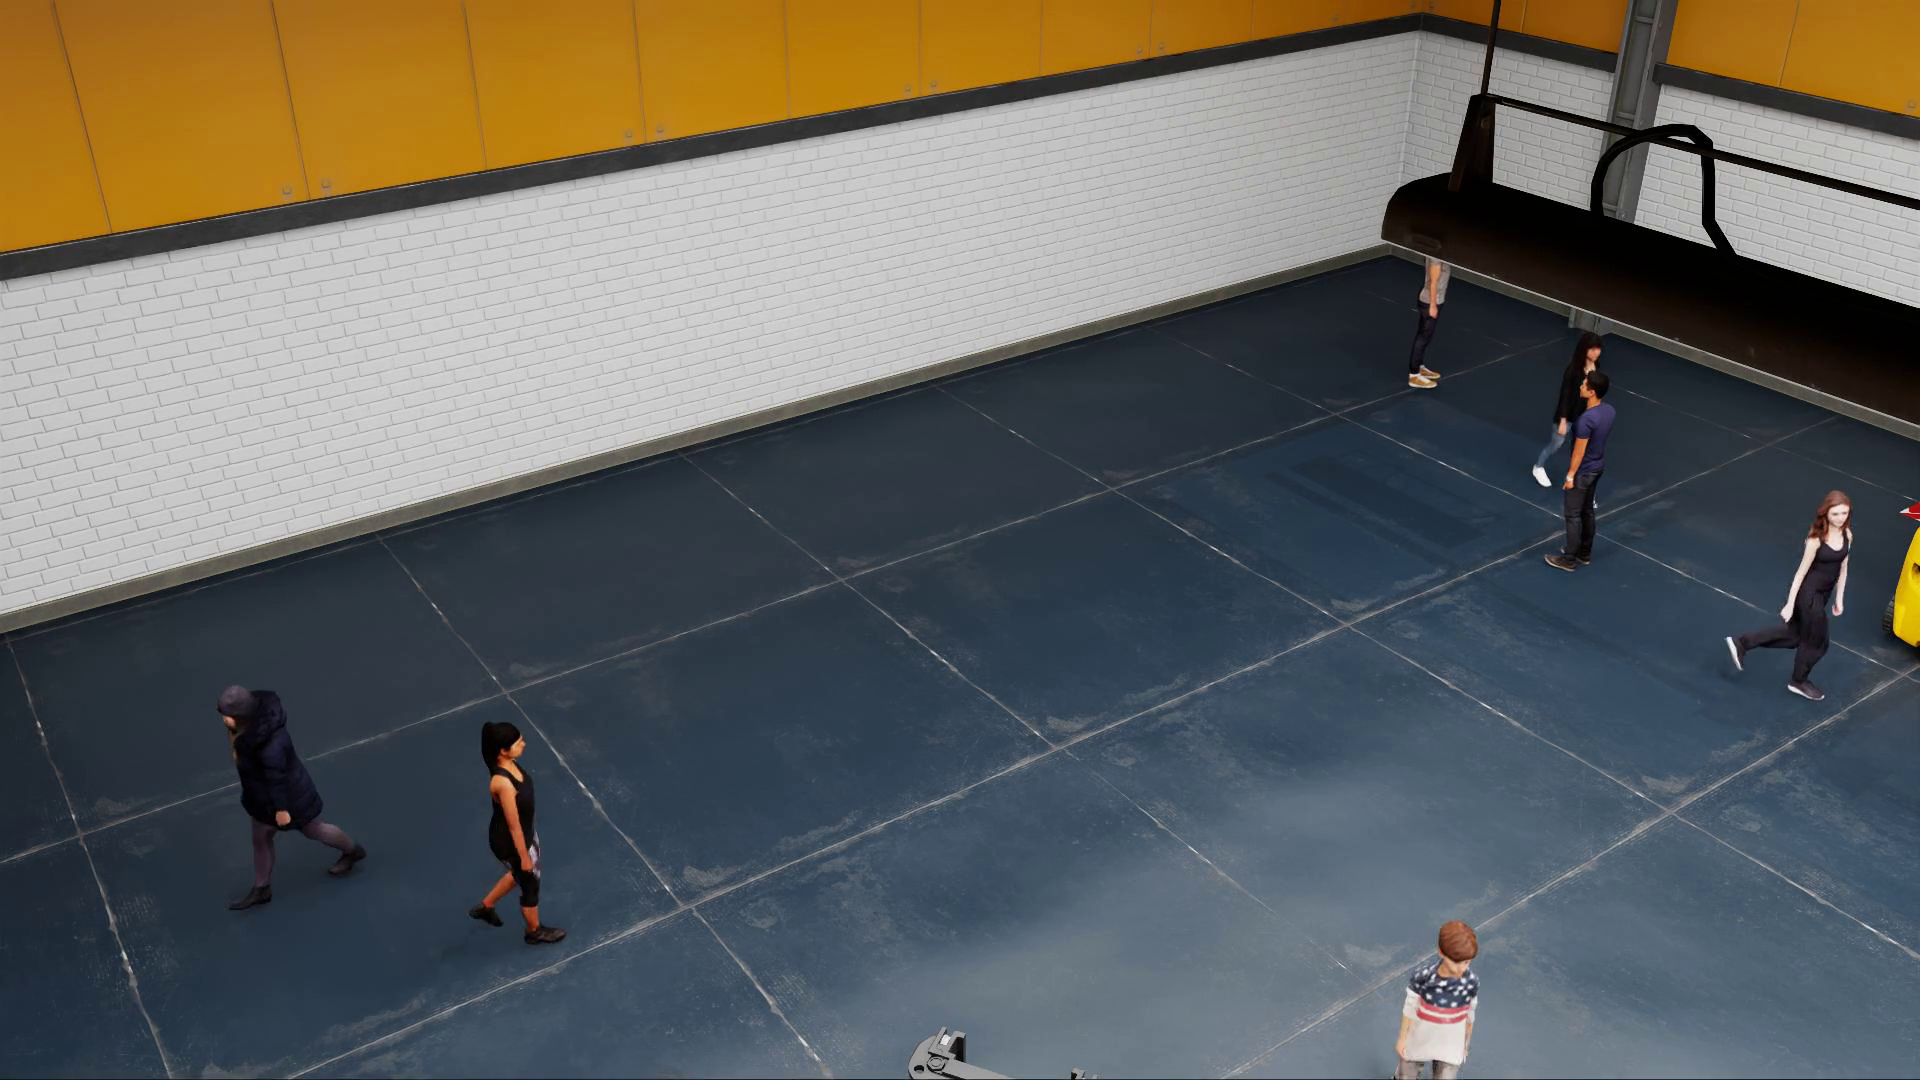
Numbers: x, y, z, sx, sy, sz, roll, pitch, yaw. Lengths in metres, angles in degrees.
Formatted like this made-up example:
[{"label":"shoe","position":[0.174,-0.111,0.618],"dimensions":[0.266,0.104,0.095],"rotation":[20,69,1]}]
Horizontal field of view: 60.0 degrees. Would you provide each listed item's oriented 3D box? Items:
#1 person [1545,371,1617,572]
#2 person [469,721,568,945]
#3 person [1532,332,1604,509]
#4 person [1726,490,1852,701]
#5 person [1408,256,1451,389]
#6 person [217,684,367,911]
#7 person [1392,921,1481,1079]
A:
[{"label":"person","position":[5.291,-0.588,14.063],"dimensions":[0.656,1.786,0.578],"rotation":[-24,37,-36]},{"label":"person","position":[-2.716,1.770,9.873],"dimensions":[0.823,1.660,0.829],"rotation":[-8,30,-15]},{"label":"person","position":[5.590,-1.156,15.291],"dimensions":[0.779,1.607,1.126],"rotation":[-10,30,-18]},{"label":"person","position":[6.233,0.390,12.358],"dimensions":[0.588,1.702,0.959],"rotation":[-20,34,-32]},{"label":"person","position":[4.973,-2.550,17.546],"dimensions":[0.759,1.896,0.735],"rotation":[10,30,17]},{"label":"person","position":[-4.135,1.539,10.333],"dimensions":[0.851,1.624,1.074],"rotation":[-21,35,-33]},{"label":"person","position":[2.468,2.546,8.686],"dimensions":[0.770,1.433,0.847],"rotation":[3,29,5]}]
